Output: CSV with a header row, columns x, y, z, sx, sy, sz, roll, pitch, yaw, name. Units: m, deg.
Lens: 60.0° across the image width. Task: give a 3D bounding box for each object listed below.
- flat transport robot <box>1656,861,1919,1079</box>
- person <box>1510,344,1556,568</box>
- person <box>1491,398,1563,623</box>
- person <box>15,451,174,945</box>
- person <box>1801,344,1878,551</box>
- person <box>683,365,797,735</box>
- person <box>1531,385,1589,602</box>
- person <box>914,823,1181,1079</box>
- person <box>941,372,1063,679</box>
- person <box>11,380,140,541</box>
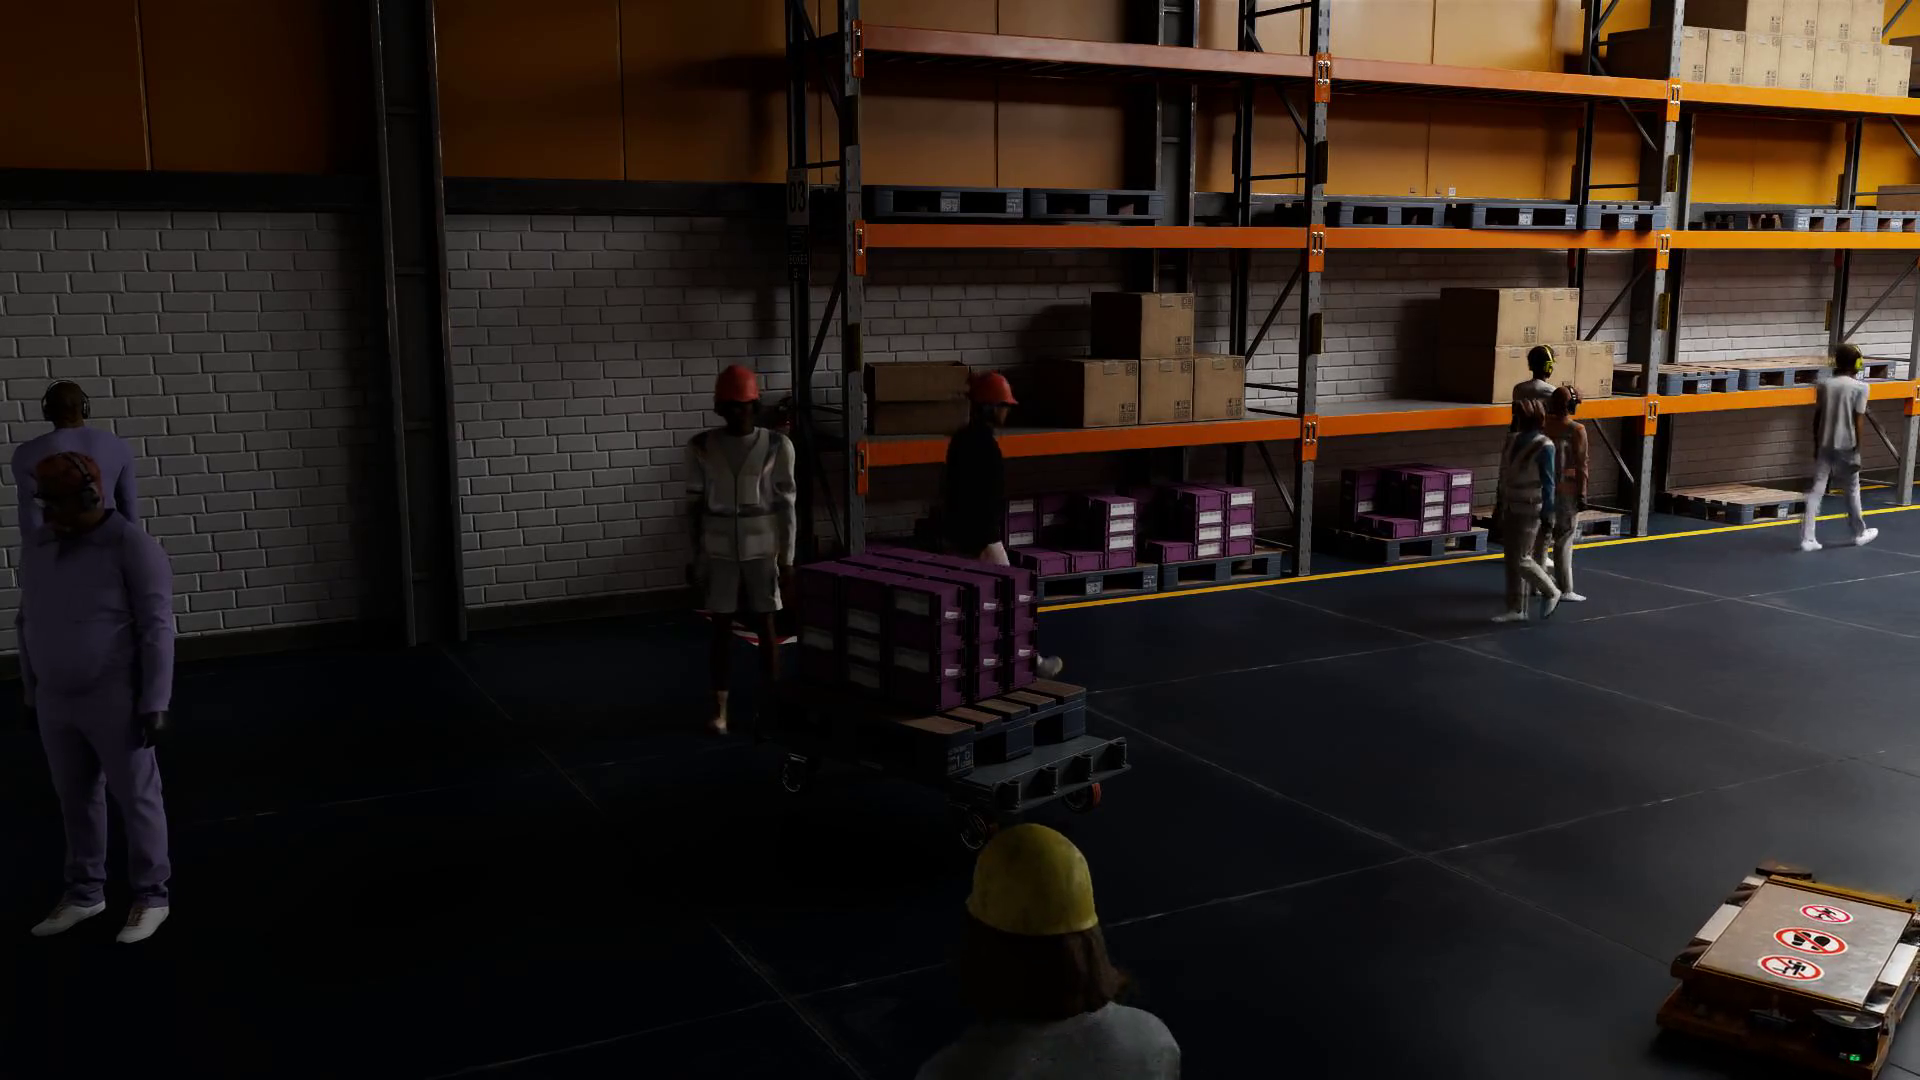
x,y,z,sx,sy,sz,roll,pitch,yaw,name
3.038,1.493,5.940,0.652,0.197,1.431,8,12,38,flat transport robot
4.844,-0.700,13.960,0.328,1.874,0.512,-5,11,-28,person
4.004,-0.199,11.784,0.411,1.628,0.519,-2,10,-13,person
-3.329,0.606,6.366,0.637,1.901,0.403,2,10,14,person
7.839,-0.819,14.795,0.960,1.818,0.540,-6,12,-33,person
-1.199,0.062,9.097,0.617,2.036,0.392,0,10,1,person
4.552,-0.352,12.620,0.311,1.642,0.512,-4,11,-23,person
0.138,1.320,2.761,0.489,1.729,0.388,-4,10,-20,person
0.103,-0.040,10.018,1.067,1.938,0.618,-5,11,-27,person
-4.928,0.072,9.330,0.630,1.938,0.372,-9,14,-43,person
